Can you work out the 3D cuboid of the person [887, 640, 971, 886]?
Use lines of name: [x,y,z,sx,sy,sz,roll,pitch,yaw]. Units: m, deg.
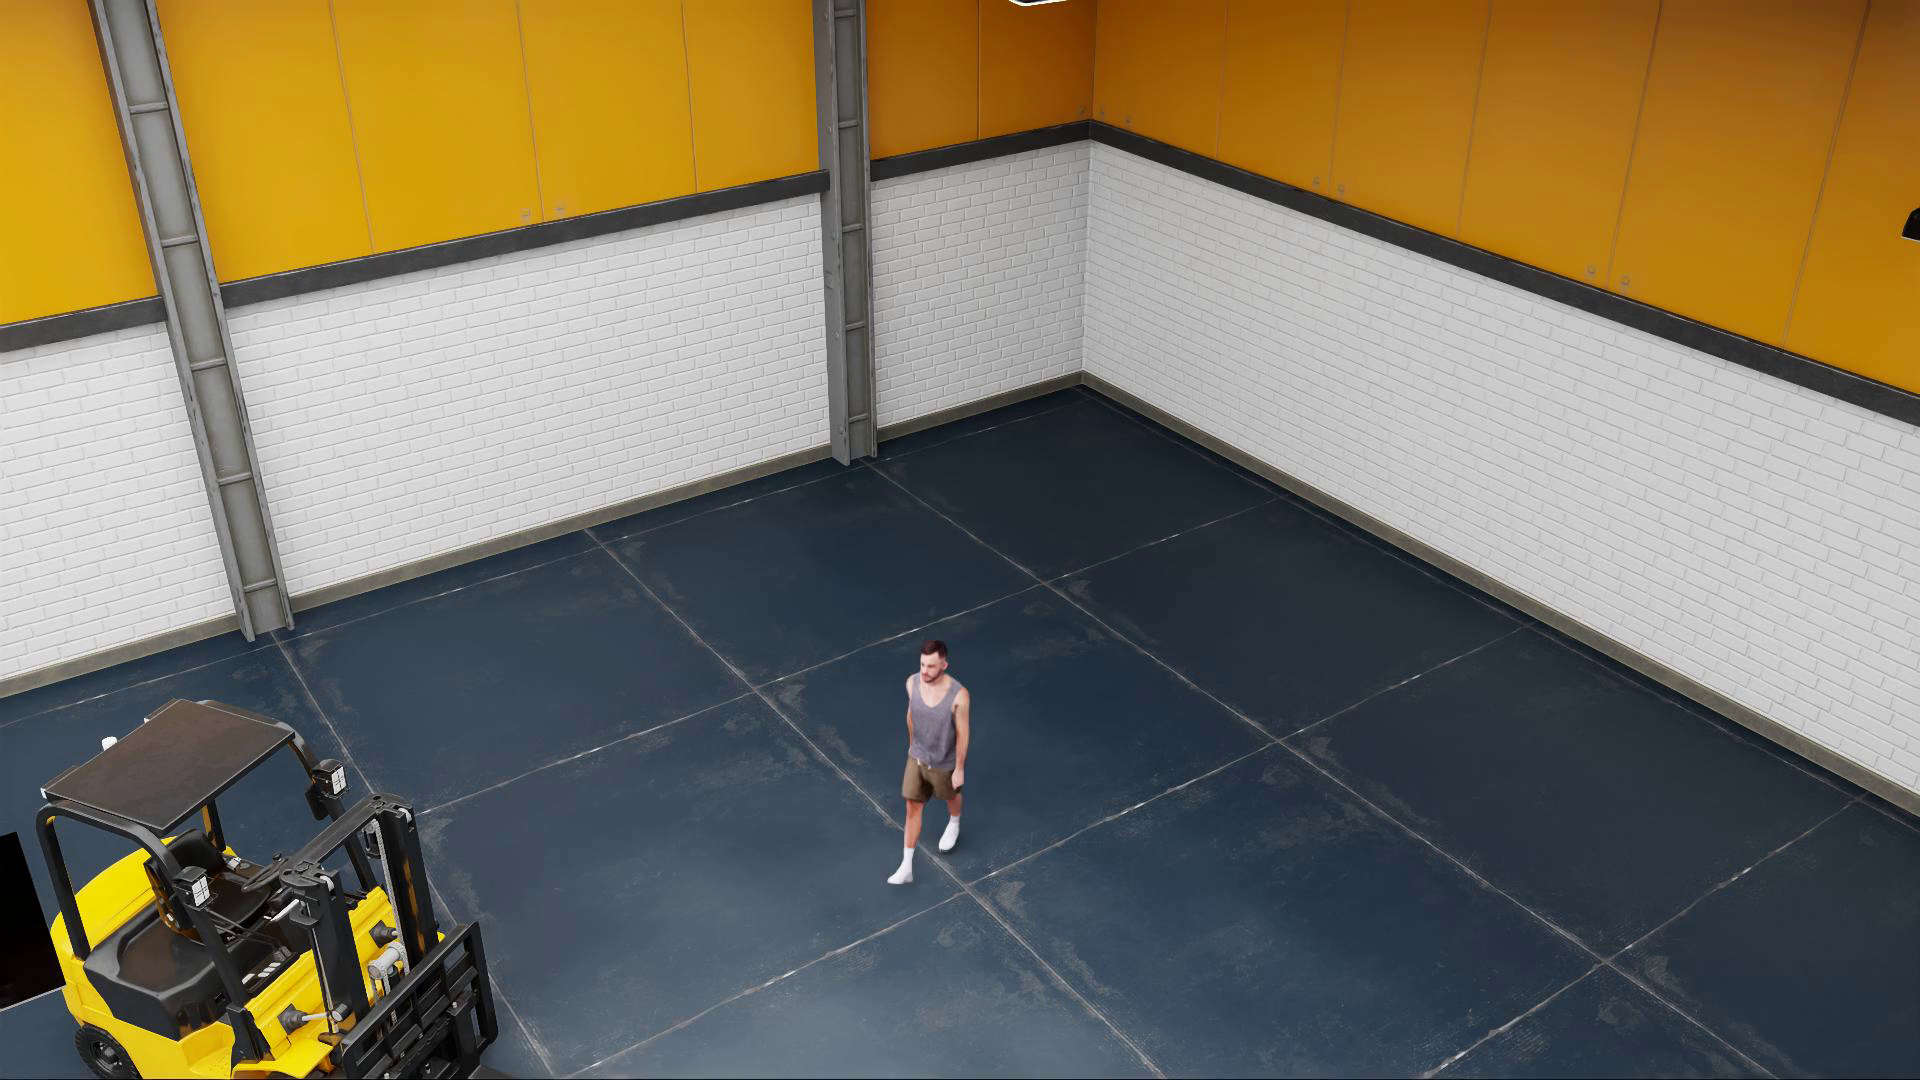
person: [-0.120,1.427,11.362,1.030,1.802,1.235,12,31,21]
